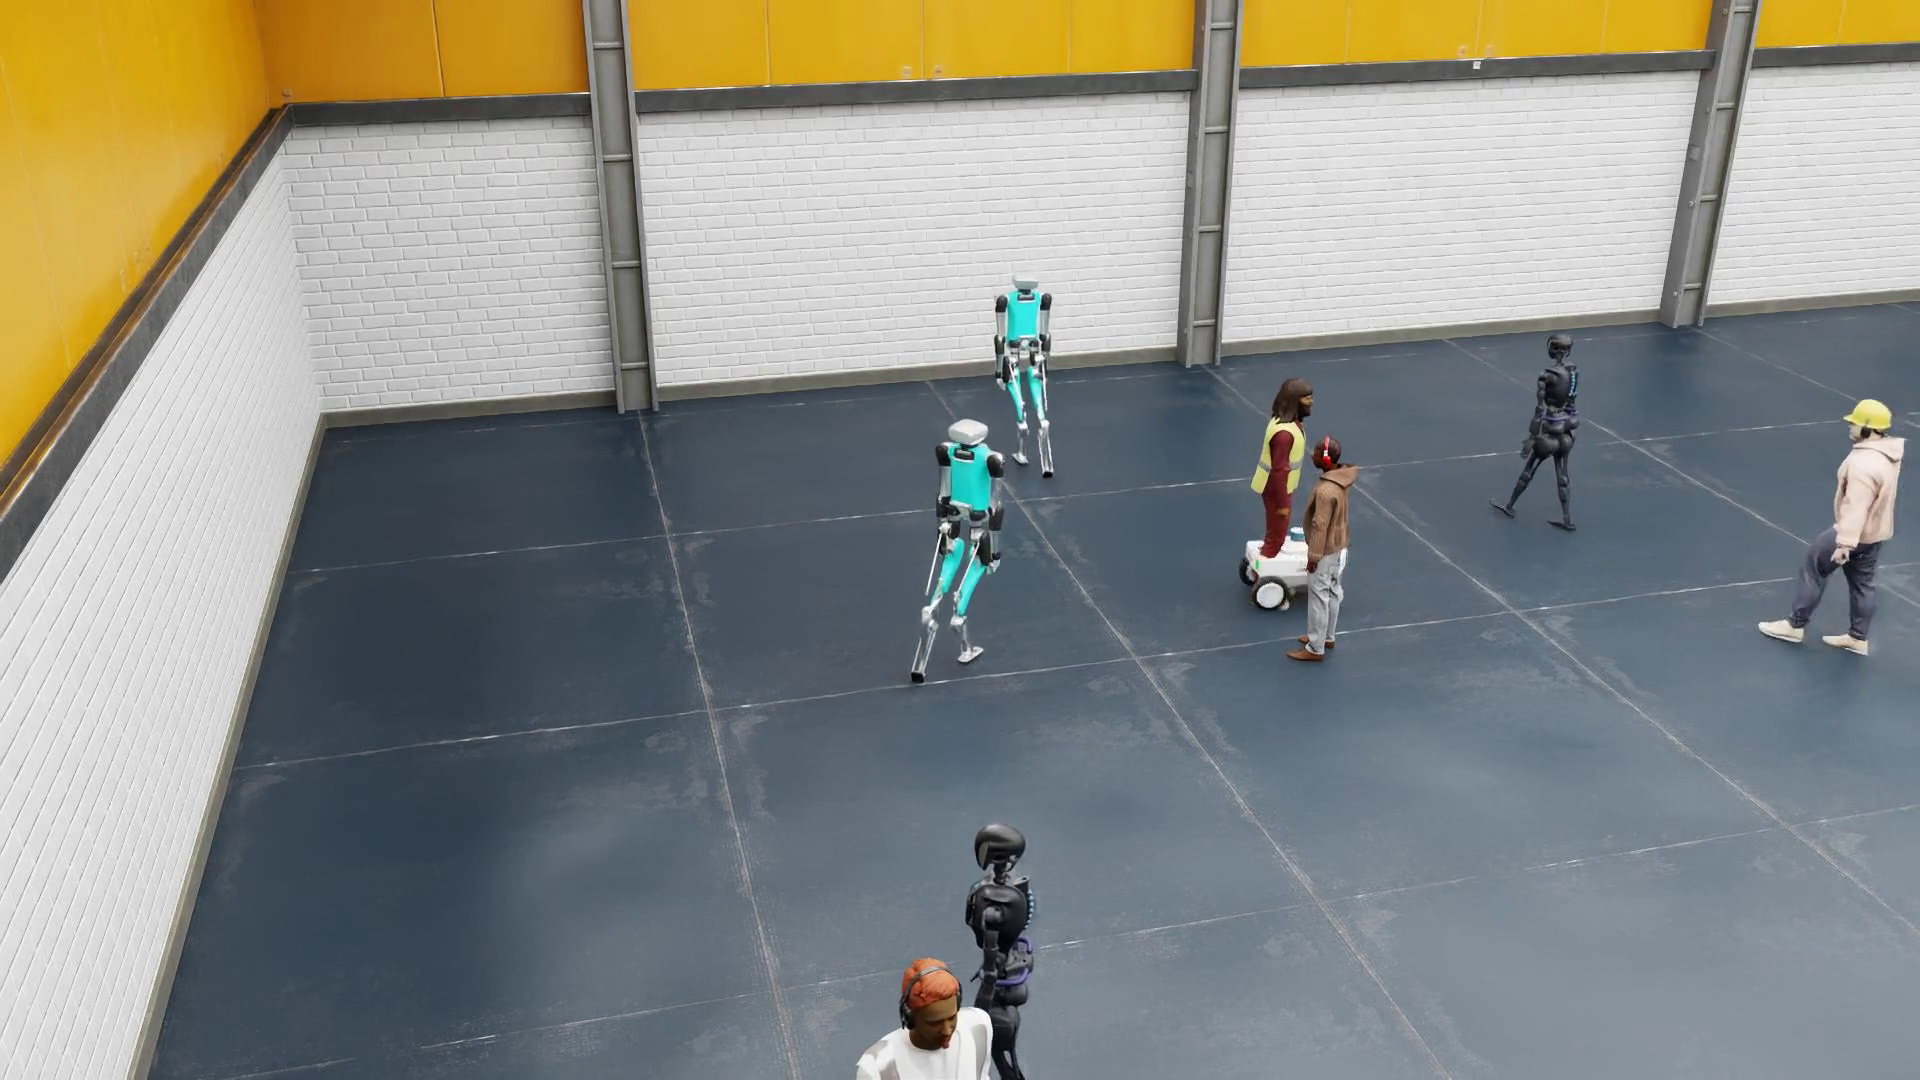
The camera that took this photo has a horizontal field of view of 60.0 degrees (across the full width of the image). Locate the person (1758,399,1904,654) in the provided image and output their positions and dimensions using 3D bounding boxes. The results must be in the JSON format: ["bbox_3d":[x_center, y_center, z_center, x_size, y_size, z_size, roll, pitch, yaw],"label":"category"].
[{"bbox_3d":[6.161,-0.110,11.658,0.816,1.838,0.795,-21,31,-39],"label":"person"}]

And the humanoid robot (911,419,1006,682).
[{"bbox_3d":[-0.094,0.158,11.265,0.548,1.842,0.863,16,28,31],"label":"humanoid robot"}]

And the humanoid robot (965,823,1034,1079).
[{"bbox_3d":[0.218,1.959,7.230,0.738,1.655,0.593,3,24,8],"label":"humanoid robot"}]

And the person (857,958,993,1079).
[{"bbox_3d":[-0.107,2.321,6.086,0.584,1.882,0.339,-17,29,-33],"label":"person"}]

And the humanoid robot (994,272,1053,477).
[{"bbox_3d":[0.639,-1.394,14.822,0.544,1.878,0.829,-7,25,-16],"label":"humanoid robot"}]

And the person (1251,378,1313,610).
[{"bbox_3d":[2.354,-0.354,12.312,0.373,1.763,0.477,8,25,18],"label":"person"}]

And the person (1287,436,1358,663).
[{"bbox_3d":[2.522,0.065,11.502,0.327,1.648,0.462,12,26,25],"label":"person"}]

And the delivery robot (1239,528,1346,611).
[{"bbox_3d":[2.503,0.206,12.554,0.801,0.608,0.499,-2,24,-3],"label":"delivery robot"}]

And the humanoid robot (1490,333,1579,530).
[{"bbox_3d":[4.849,-0.920,13.728,0.613,1.629,0.713,-18,29,-35],"label":"humanoid robot"}]
